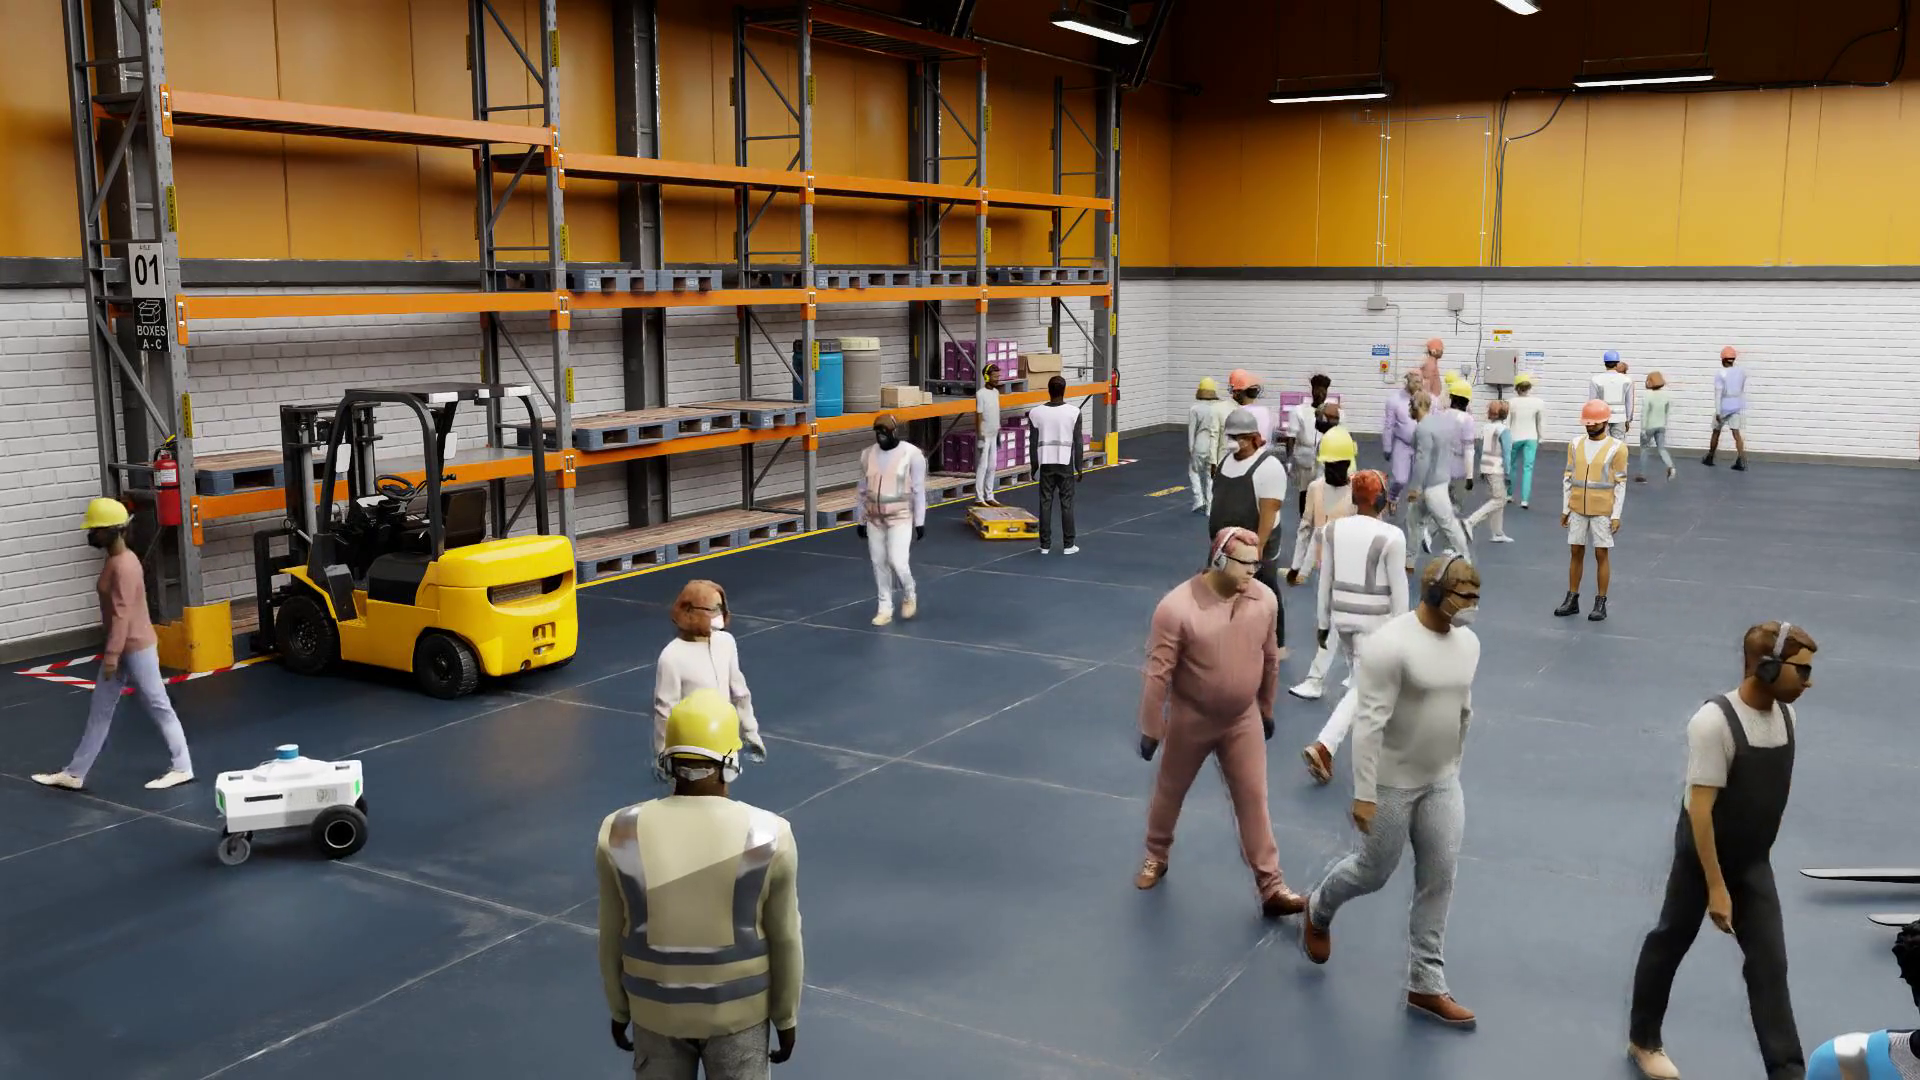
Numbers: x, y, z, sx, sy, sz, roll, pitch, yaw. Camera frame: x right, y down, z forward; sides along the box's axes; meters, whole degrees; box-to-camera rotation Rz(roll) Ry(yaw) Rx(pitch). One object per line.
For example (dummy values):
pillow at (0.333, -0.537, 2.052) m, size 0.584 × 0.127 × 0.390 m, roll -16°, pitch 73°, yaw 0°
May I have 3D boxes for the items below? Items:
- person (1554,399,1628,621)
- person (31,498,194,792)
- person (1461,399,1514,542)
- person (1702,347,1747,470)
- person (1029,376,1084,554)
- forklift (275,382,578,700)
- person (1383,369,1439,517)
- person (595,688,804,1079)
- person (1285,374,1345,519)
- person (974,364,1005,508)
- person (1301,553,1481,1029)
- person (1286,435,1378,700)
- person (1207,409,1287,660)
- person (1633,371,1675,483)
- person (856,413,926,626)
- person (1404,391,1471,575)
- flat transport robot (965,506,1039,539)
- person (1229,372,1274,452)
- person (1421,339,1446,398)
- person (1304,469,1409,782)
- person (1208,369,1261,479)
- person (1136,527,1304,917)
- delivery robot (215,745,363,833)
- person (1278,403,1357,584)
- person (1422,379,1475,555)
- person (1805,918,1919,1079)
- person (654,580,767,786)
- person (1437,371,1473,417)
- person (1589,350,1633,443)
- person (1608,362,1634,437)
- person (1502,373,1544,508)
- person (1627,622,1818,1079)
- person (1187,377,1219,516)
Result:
person at (5.490, -0.263, 14.471) m, size 0.542 × 1.929 × 0.368 m, roll 9°, pitch 13°, yaw 44°
person at (-4.885, 0.625, 9.522) m, size 0.870 × 1.721 × 0.551 m, roll -6°, pitch 11°, yaw -34°
person at (5.901, -0.755, 18.478) m, size 0.612 × 1.620 × 0.524 m, roll -1°, pitch 9°, yaw -7°
person at (11.868, -2.035, 25.680) m, size 0.541 × 1.893 × 1.012 m, roll -1°, pitch 9°, yaw -5°
person at (1.032, -0.799, 17.843) m, size 0.587 × 1.920 × 0.386 m, roll 2°, pitch 9°, yaw 13°
forklift at (-3.974, -0.067, 12.417) m, size 2.313 × 2.155 × 1.214 m, roll 5°, pitch 11°, yaw 30°
person at (5.412, -1.124, 19.978) m, size 0.641 × 1.885 × 0.548 m, roll 0°, pitch 9°, yaw 0°
person at (-0.745, 1.335, 4.827) m, size 0.590 × 1.826 × 0.403 m, roll 0°, pitch 9°, yaw -1°
person at (3.905, -0.870, 18.329) m, size 0.622 × 1.914 × 1.024 m, roll 2°, pitch 9°, yaw 12°
person at (0.374, -1.315, 21.268) m, size 0.327 × 1.861 × 0.541 m, roll 6°, pitch 11°, yaw 32°
person at (1.799, 0.971, 6.852) m, size 0.692 × 1.907 × 0.855 m, roll -5°, pitch 10°, yaw -29°
person at (2.692, 0.179, 11.881) m, size 0.984 × 1.874 × 0.597 m, roll -6°, pitch 11°, yaw -33°
person at (2.124, -0.032, 12.679) m, size 1.019 × 2.000 × 0.683 m, roll -8°, pitch 12°, yaw -40°
person at (9.933, -1.596, 23.736) m, size 0.507 × 1.614 × 0.646 m, roll -2°, pitch 9°, yaw -14°
person at (-0.606, -0.171, 14.210) m, size 0.647 × 1.824 × 0.444 m, roll 5°, pitch 10°, yaw 27°
person at (4.658, -0.516, 16.306) m, size 0.916 × 1.871 × 0.684 m, roll 3°, pitch 10°, yaw 21°
flat transport robot at (0.491, -0.215, 19.325) m, size 0.652 × 0.197 × 1.431 m, roll -1°, pitch 9°, yaw -9°
person at (2.877, -0.691, 16.885) m, size 0.685 × 2.006 × 0.796 m, roll -7°, pitch 11°, yaw -35°
person at (7.679, -2.231, 26.658) m, size 0.962 × 1.951 × 0.647 m, roll 2°, pitch 9°, yaw 14°
person at (2.354, 0.506, 9.916) m, size 0.878 × 1.861 × 0.588 m, roll -7°, pitch 12°, yaw -38°
person at (2.963, -0.828, 17.785) m, size 0.607 × 1.995 × 0.351 m, roll -1°, pitch 9°, yaw -7°
person at (1.208, 0.846, 7.847) m, size 0.735 × 1.840 × 1.012 m, roll -3°, pitch 10°, yaw -18°
delivery robot at (-3.480, 1.308, 8.642) m, size 0.707 × 0.478 × 0.477 m, roll -3°, pitch 10°, yaw -20°
person at (3.499, -0.410, 15.864) m, size 0.954 × 1.780 × 0.675 m, roll 4°, pitch 10°, yaw 25°
person at (5.150, -0.750, 17.606) m, size 0.677 × 1.904 × 0.583 m, roll -4°, pitch 10°, yaw -25°
person at (2.040, 1.605, 3.533) m, size 0.538 × 1.696 × 0.317 m, roll 3°, pitch 9°, yaw 16°
person at (-1.112, 0.981, 7.671) m, size 0.620 × 1.611 × 0.513 m, roll 4°, pitch 10°, yaw 25°
person at (6.597, -1.413, 22.276) m, size 0.565 × 1.722 × 0.564 m, roll -1°, pitch 9°, yaw -9°
person at (9.099, -1.686, 23.309) m, size 0.602 × 1.940 × 0.402 m, roll 1°, pitch 9°, yaw 9°
person at (10.287, -1.974, 26.084) m, size 0.518 × 1.630 × 0.315 m, roll 8°, pitch 12°, yaw 40°
person at (7.272, -1.291, 21.531) m, size 0.539 × 1.719 × 0.899 m, roll 2°, pitch 9°, yaw 10°
person at (2.767, 1.178, 5.885) m, size 0.559 × 1.781 × 0.940 m, roll -4°, pitch 10°, yaw -21°
person at (3.051, -1.155, 20.668) m, size 0.489 × 1.731 × 0.355 m, roll -2°, pitch 9°, yaw -10°
